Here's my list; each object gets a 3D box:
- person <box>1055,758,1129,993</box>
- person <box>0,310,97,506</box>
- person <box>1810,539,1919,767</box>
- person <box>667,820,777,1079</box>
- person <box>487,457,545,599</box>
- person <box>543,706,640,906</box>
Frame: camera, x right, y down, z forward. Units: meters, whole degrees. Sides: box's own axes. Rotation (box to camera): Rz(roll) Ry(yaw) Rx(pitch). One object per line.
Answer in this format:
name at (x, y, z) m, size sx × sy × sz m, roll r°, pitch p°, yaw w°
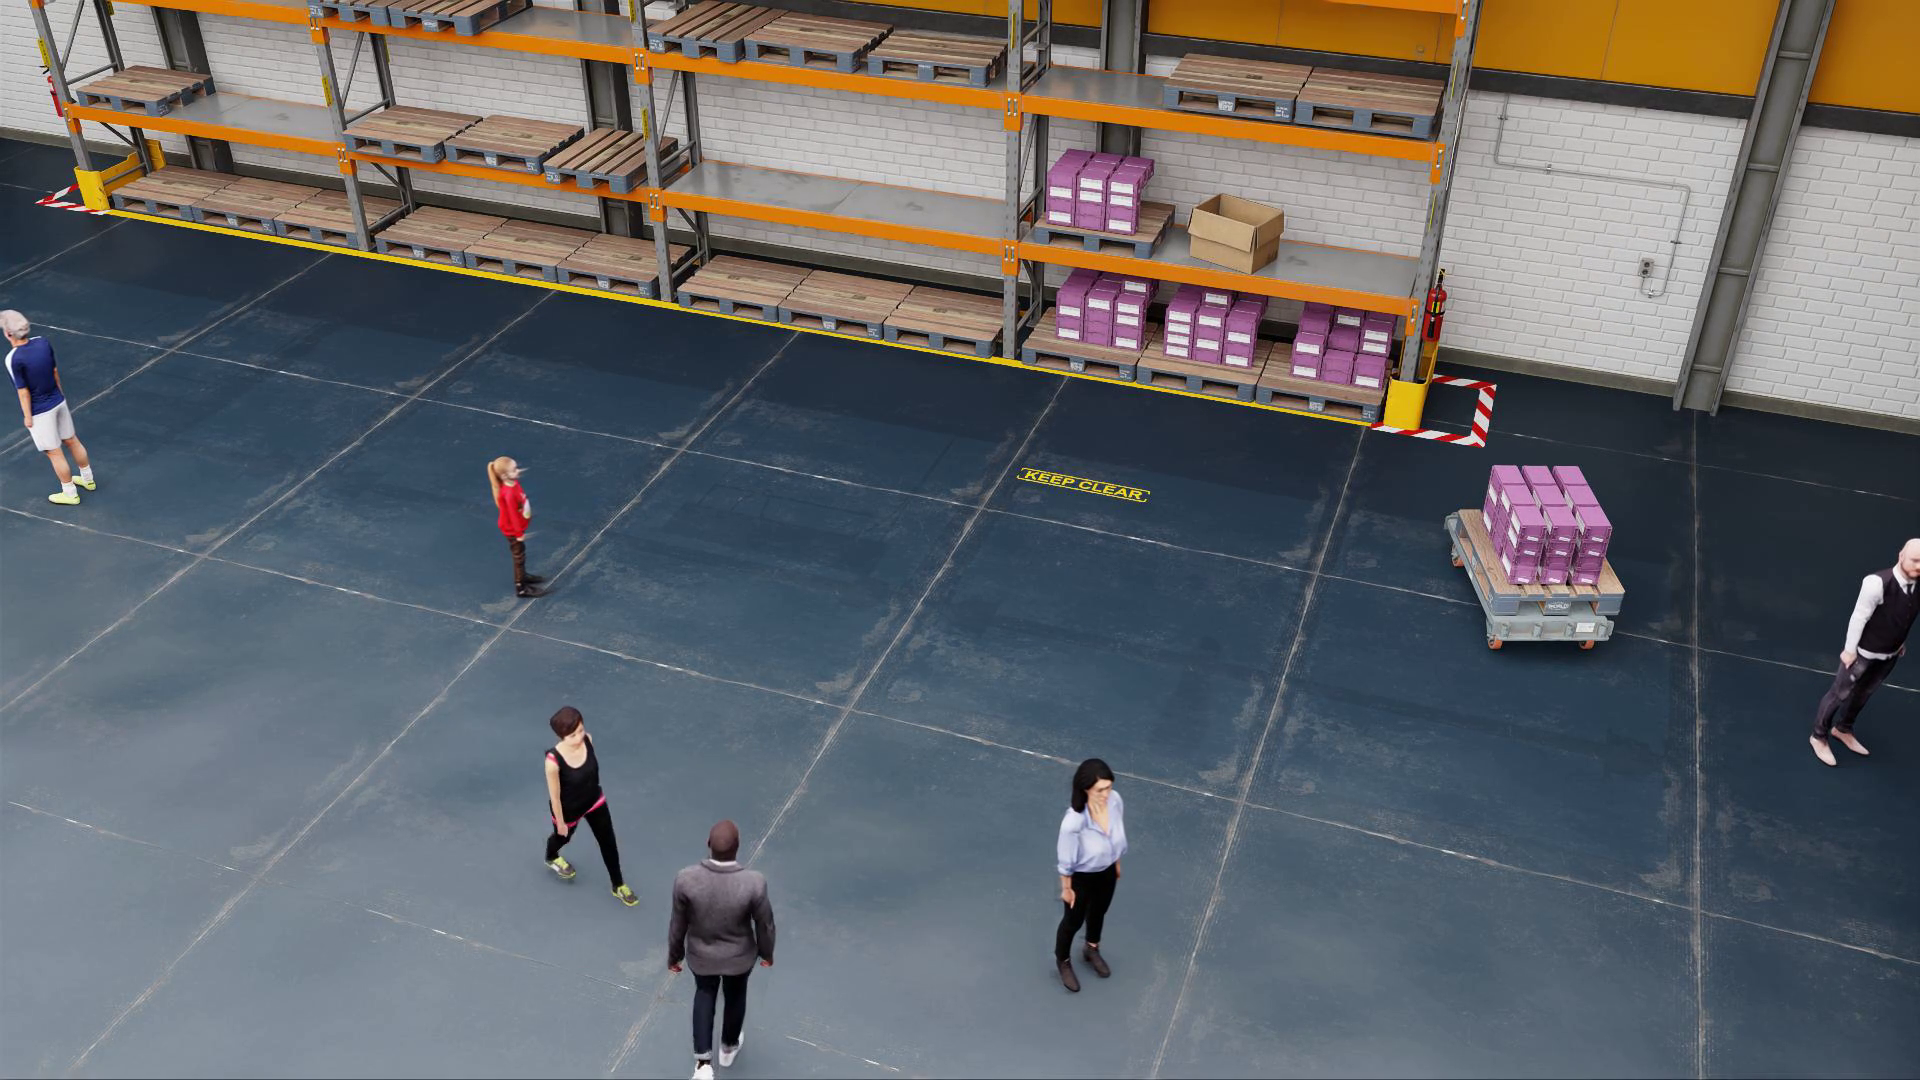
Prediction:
person at (0.769, 1.975, 9.890) m, size 0.723 × 1.744 × 0.738 m, roll -23°, pitch 40°, yaw -30°
person at (-7.996, -1.171, 14.538) m, size 0.573 × 1.838 × 0.651 m, roll 8°, pitch 35°, yaw 12°
person at (6.405, 0.756, 11.654) m, size 0.751 × 1.822 × 0.841 m, roll -10°, pitch 35°, yaw -14°
person at (-1.338, 2.375, 9.247) m, size 0.871 × 1.791 × 0.955 m, roll 0°, pitch 34°, yaw 0°
person at (-3.601, -0.118, 13.456) m, size 0.615 × 1.283 × 0.576 m, roll -6°, pitch 34°, yaw -9°
person at (-2.488, 1.645, 10.596) m, size 1.074 × 1.513 × 0.780 m, roll 21°, pitch 39°, yaw 29°
